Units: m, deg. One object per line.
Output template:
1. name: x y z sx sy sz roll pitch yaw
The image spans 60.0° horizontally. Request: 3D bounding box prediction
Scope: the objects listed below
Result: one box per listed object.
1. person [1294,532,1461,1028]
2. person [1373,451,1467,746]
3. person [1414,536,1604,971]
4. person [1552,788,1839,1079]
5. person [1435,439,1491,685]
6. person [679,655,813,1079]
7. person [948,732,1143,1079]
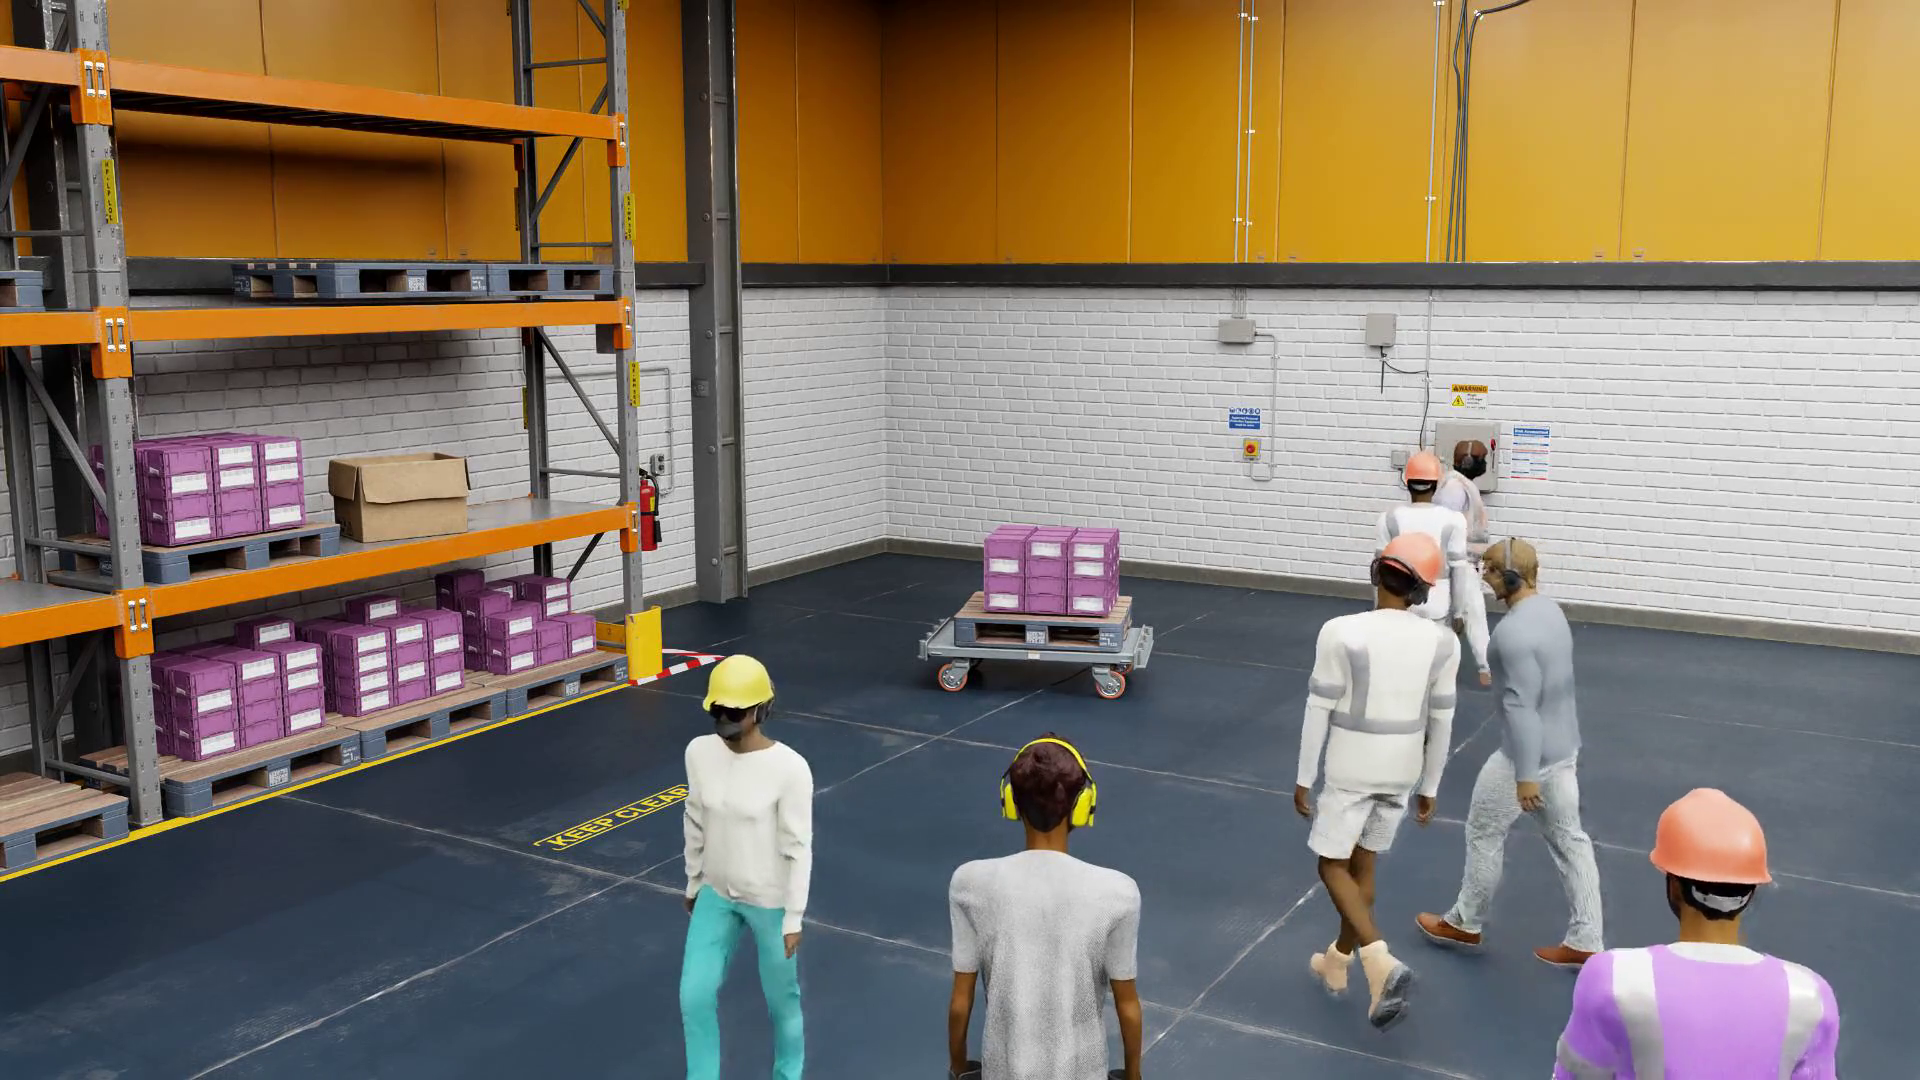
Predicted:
1. person: 1.712 0.968 6.741 0.663 1.990 0.778 -2 9 -12
2. person: 2.883 0.402 10.459 0.567 1.926 0.400 3 10 17
3. person: 2.424 0.931 7.259 0.959 1.893 0.670 7 12 38
4. person: 1.632 1.483 3.839 0.558 1.880 1.013 1 9 3
5. person: 3.794 0.165 12.299 0.896 1.807 0.647 3 10 19
6. person: -0.781 1.256 5.702 0.562 1.742 0.721 4 10 25
7. person: 0.219 1.421 4.301 0.535 1.864 0.309 1 9 8
